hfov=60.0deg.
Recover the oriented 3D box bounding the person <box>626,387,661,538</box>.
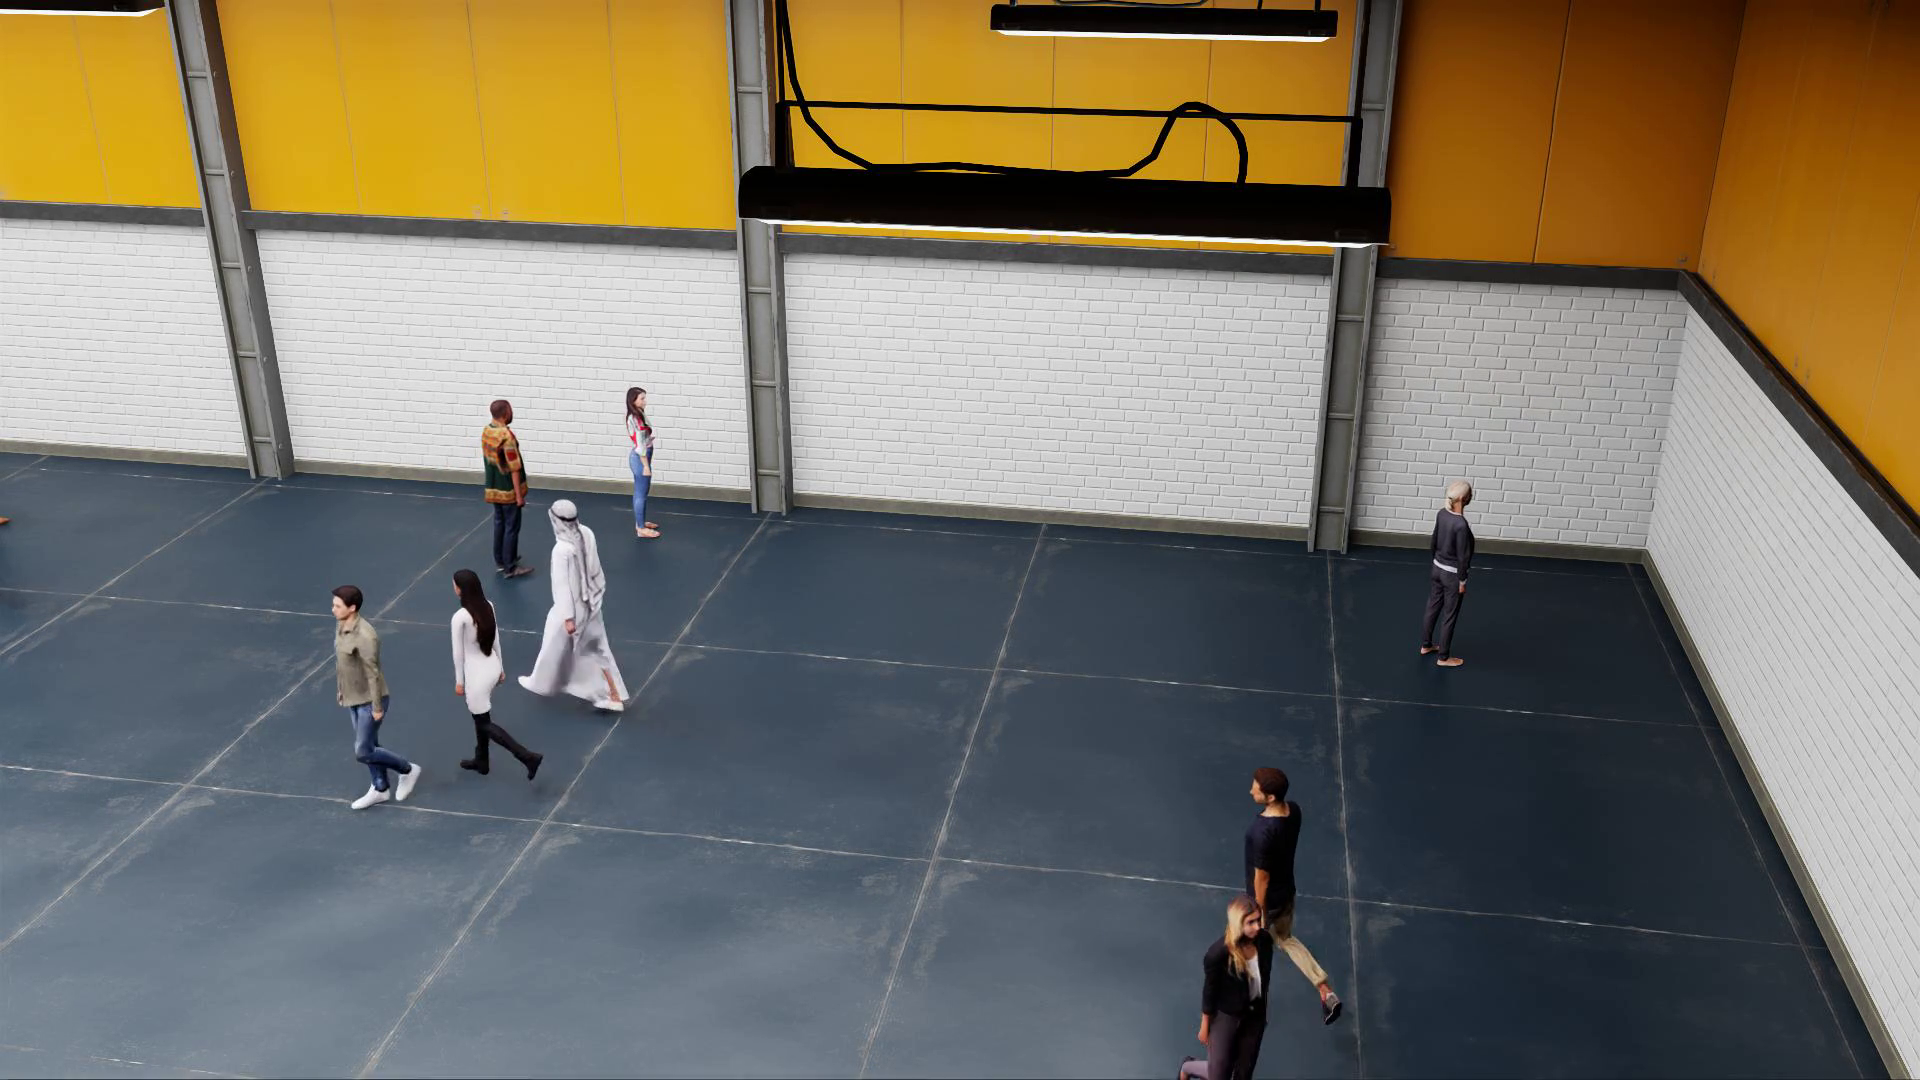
[{"bbox_3d":[-3.358,-0.830,17.452,0.621,1.612,0.648,-4,24,-10],"label":"person"}]

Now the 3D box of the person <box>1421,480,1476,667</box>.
[{"bbox_3d":[4.353,0.269,14.797,0.686,1.726,0.691,-8,25,-18],"label":"person"}]

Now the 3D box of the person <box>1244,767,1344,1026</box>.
[{"bbox_3d":[1.990,2.223,10.208,1.176,1.821,0.972,18,29,35],"label":"person"}]

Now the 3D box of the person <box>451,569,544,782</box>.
[{"bbox_3d":[-3.632,1.095,12.835,1.107,1.783,0.726,9,25,19],"label":"person"}]

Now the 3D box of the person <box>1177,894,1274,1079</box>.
[{"bbox_3d":[1.496,2.671,9.383,0.864,1.661,0.906,-13,27,-27],"label":"person"}]

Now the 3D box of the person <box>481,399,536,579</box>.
[{"bbox_3d":[-4.524,-0.521,16.511,0.874,1.799,0.807,-17,29,-34],"label":"person"}]

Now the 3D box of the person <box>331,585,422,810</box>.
[{"bbox_3d":[-4.415,1.163,12.590,0.964,1.855,0.903,-18,29,-35],"label":"person"}]

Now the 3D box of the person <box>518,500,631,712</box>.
[{"bbox_3d":[-3.115,0.593,13.863,1.305,1.879,0.886,9,25,19],"label":"person"}]
